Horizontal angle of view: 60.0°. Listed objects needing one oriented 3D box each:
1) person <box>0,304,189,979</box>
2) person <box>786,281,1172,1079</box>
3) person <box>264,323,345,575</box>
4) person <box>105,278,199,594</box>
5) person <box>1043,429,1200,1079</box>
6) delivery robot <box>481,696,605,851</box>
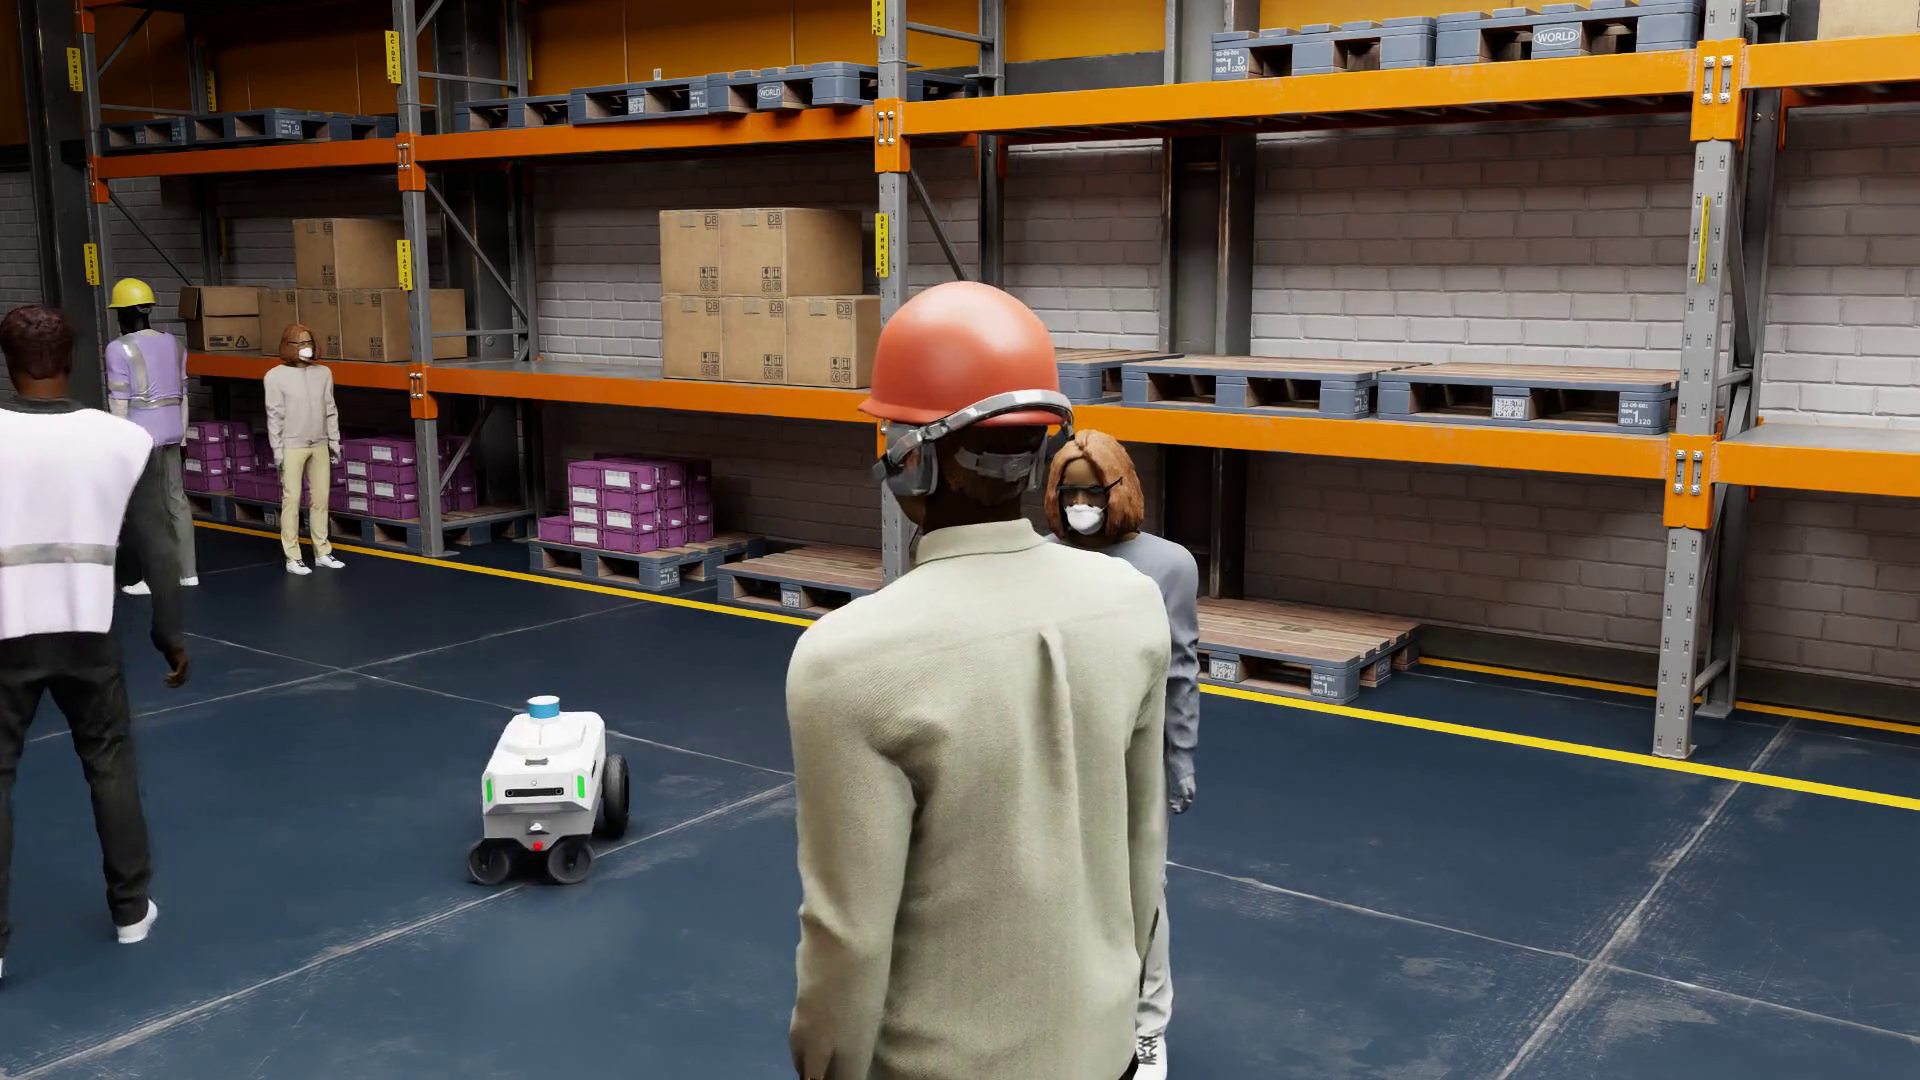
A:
[{"bbox_3d":[-2.609,0.292,4.739,0.778,1.897,0.528,-7,12,-36],"label":"person"},{"bbox_3d":[0.019,0.664,2.217,0.612,1.995,0.393,-8,13,-40],"label":"person"},{"bbox_3d":[-4.250,-0.591,10.794,0.282,1.625,0.498,7,12,34],"label":"person"},{"bbox_3d":[-4.952,-0.625,10.141,0.401,1.919,0.588,3,10,16],"label":"person"},{"bbox_3d":[0.332,0.536,4.095,0.507,1.623,0.294,2,10,14],"label":"person"},{"bbox_3d":[-1.391,0.769,5.596,0.477,0.478,0.707,-1,10,-7],"label":"delivery robot"}]
